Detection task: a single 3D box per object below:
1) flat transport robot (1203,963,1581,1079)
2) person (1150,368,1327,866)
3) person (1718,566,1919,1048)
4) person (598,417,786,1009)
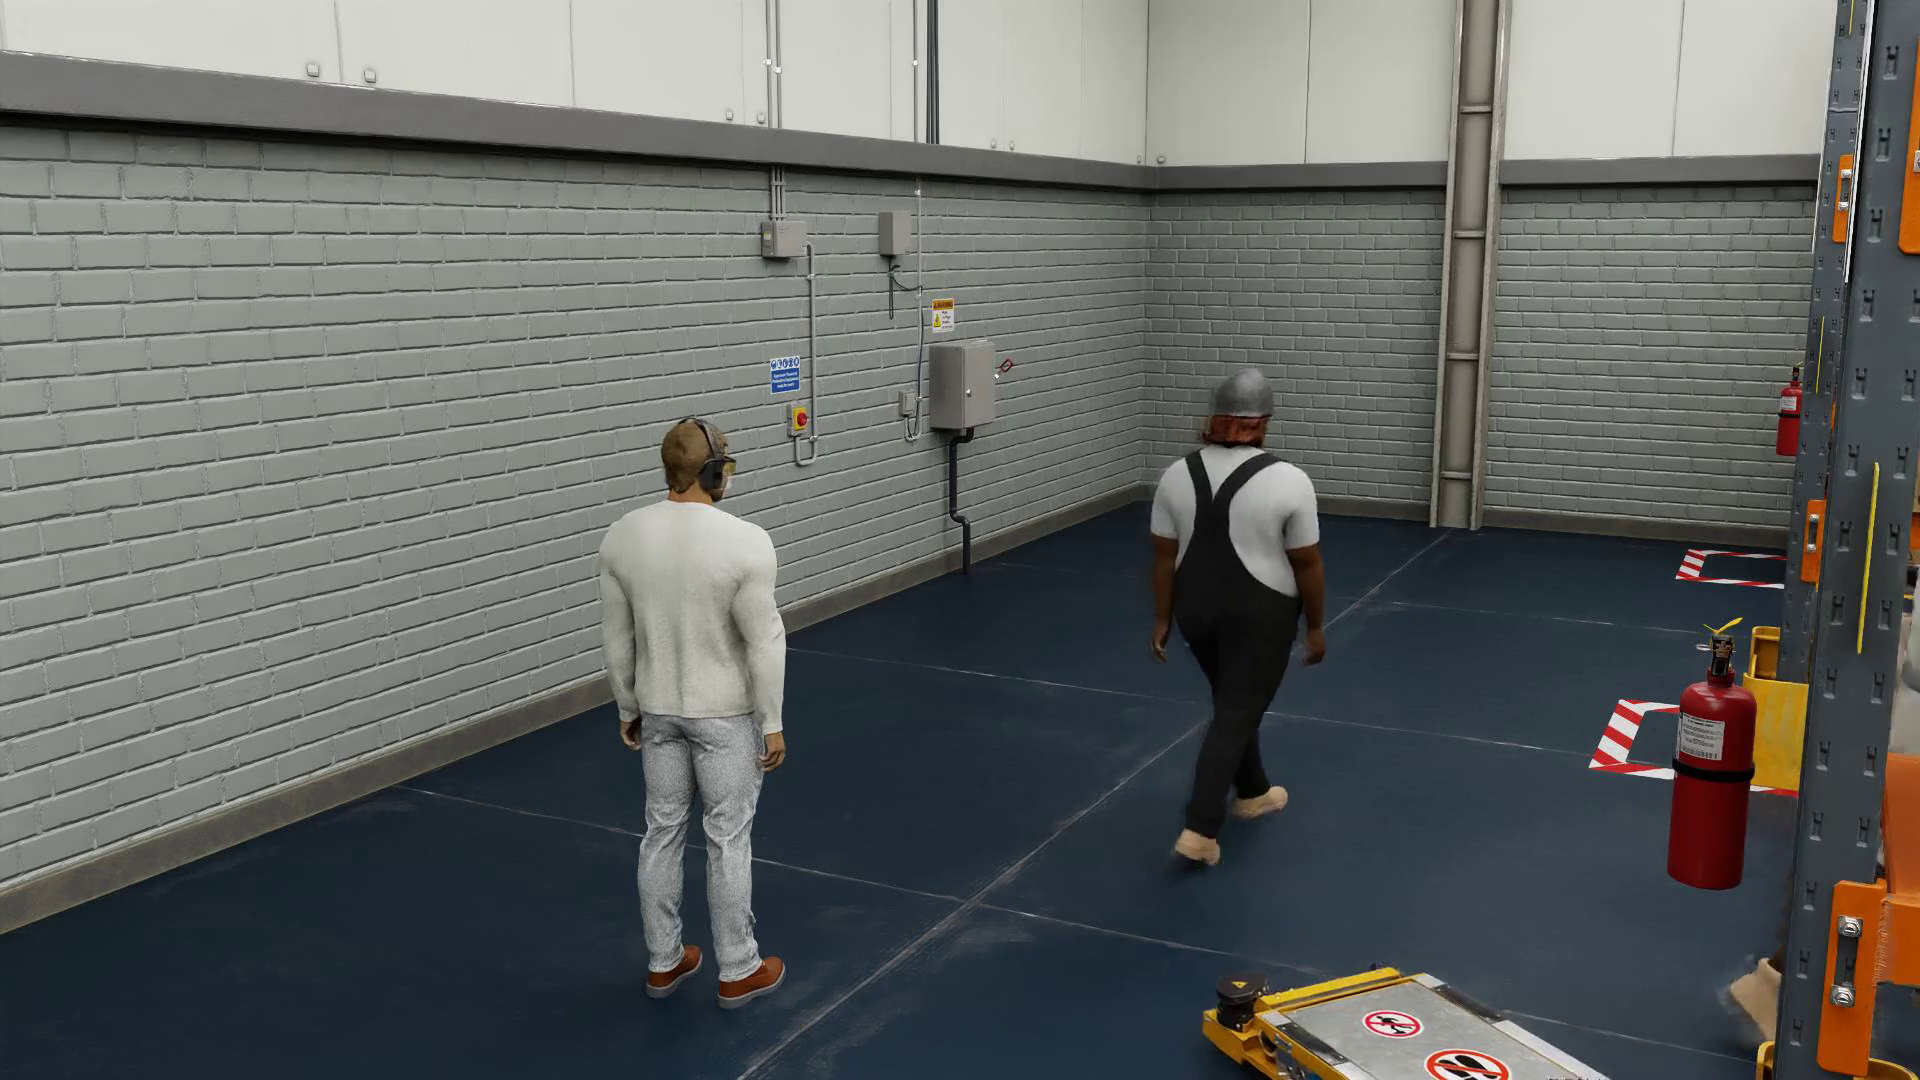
[{"bbox_3d":[1.356,1.540,4.674,0.652,0.197,1.431,-5,12,-25],"label":"flat transport robot"},{"bbox_3d":[1.126,0.264,6.803,0.689,2.000,1.060,9,14,41],"label":"person"},{"bbox_3d":[2.869,0.637,4.976,1.019,1.992,0.621,4,11,20],"label":"person"},{"bbox_3d":[-0.852,0.567,5.432,0.636,1.937,0.358,4,11,20],"label":"person"}]
